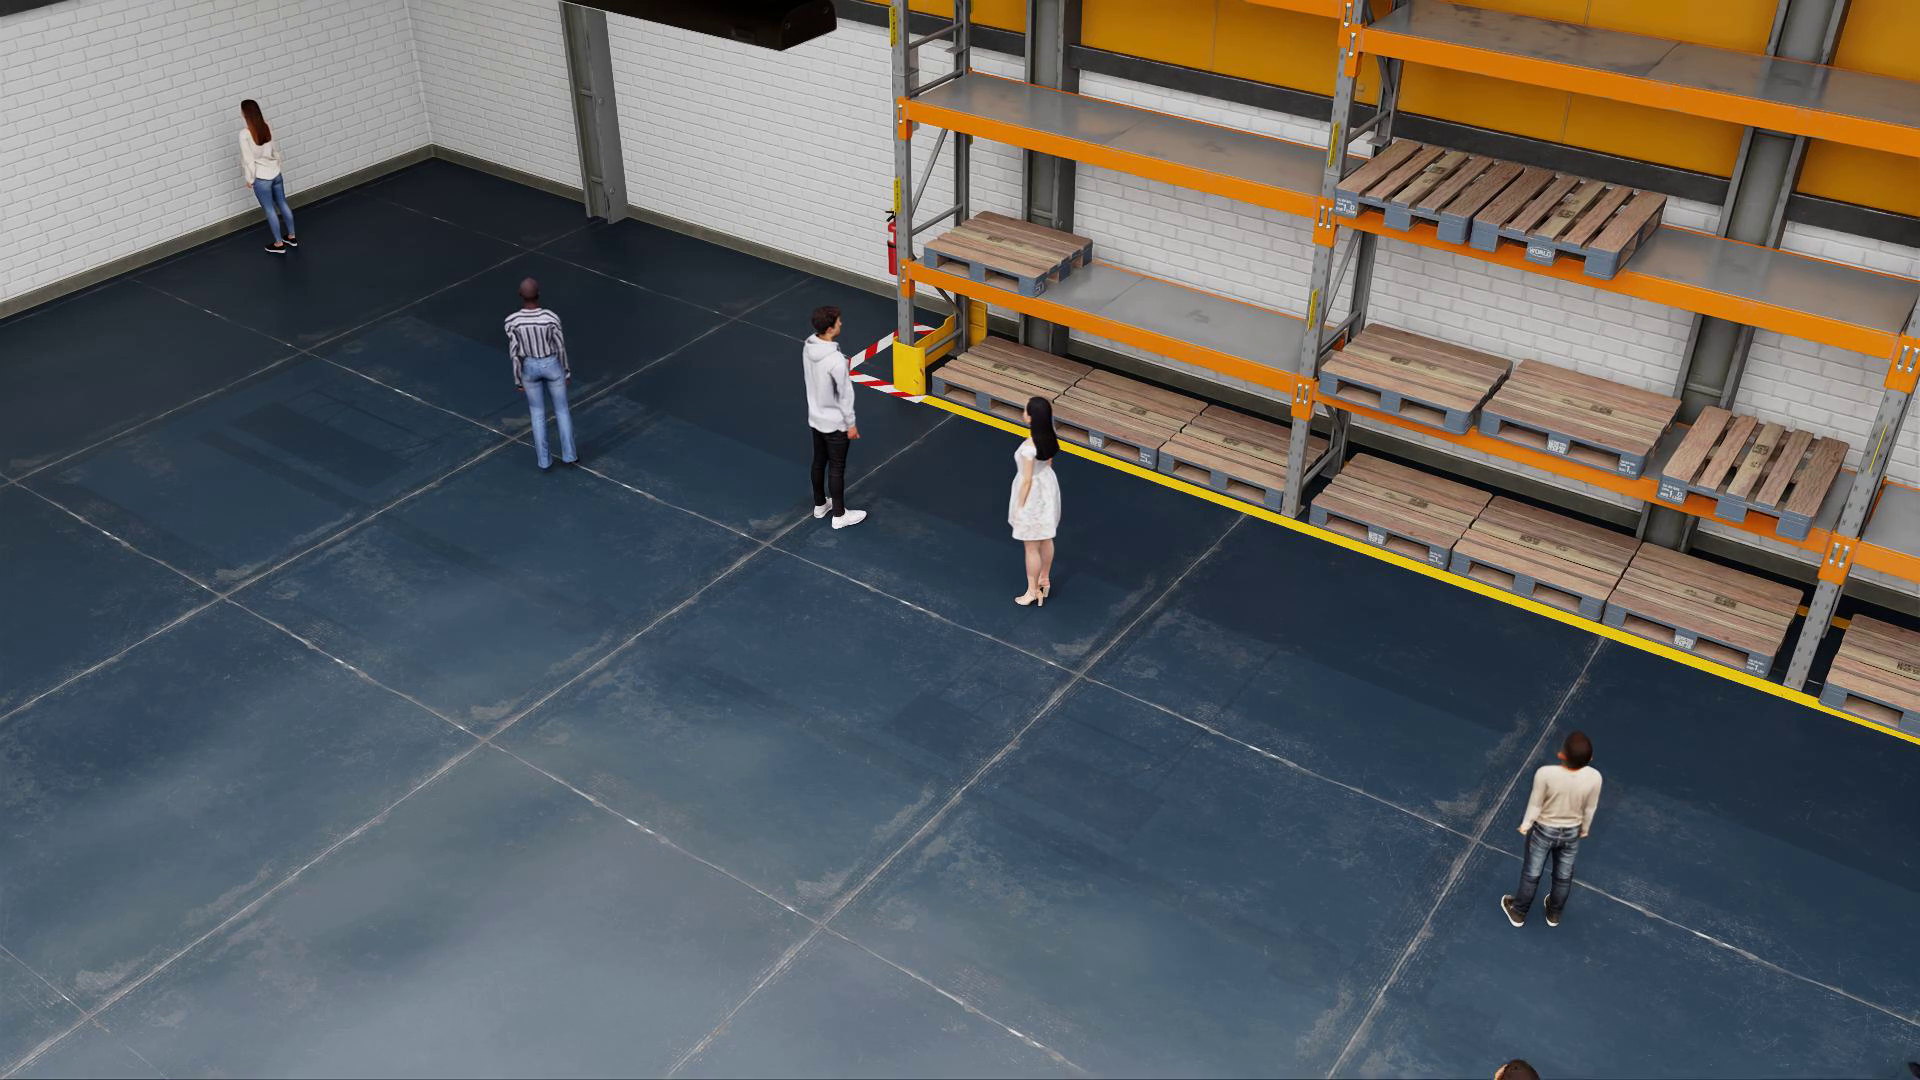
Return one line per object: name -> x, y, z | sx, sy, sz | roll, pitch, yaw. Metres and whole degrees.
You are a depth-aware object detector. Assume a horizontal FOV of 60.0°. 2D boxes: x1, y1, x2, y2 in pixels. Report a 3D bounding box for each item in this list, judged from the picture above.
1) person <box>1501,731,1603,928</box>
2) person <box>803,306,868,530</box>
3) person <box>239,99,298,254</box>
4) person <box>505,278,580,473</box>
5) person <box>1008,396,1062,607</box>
person -> 3.500, 1.700, 9.768 | 0.600, 1.466, 0.691 | 2, 34, 3
person -> -1.061, -1.002, 13.414 | 0.793, 1.930, 0.599 | -27, 42, -35
person -> -7.546, -3.965, 18.087 | 0.593, 1.692, 0.646 | 15, 36, 21
person -> -3.537, -1.391, 14.120 | 0.689, 1.796, 0.741 | -7, 34, -10
person -> 0.566, -0.288, 12.480 | 0.626, 1.775, 0.643 | 20, 38, 27
